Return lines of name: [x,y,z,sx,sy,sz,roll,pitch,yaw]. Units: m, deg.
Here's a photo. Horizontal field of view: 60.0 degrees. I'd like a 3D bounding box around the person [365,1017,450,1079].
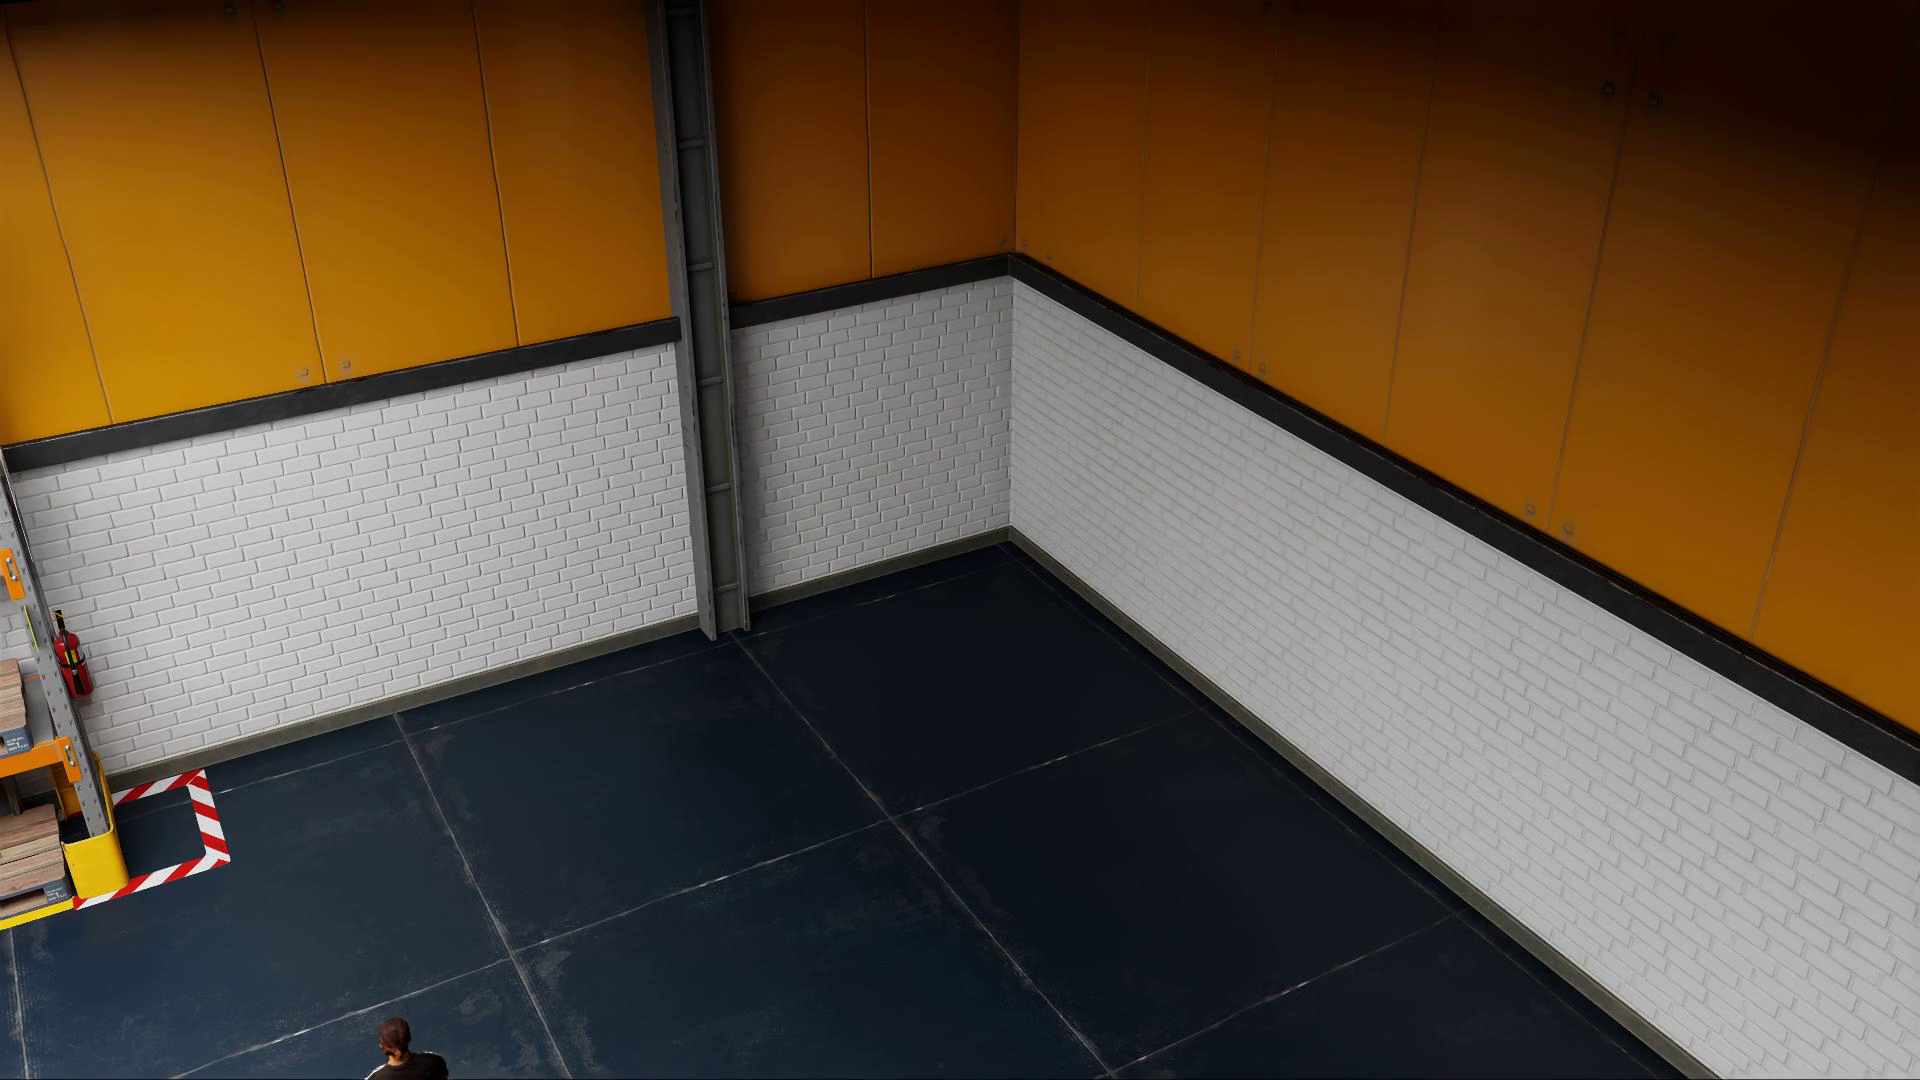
person: [-2.929,3.322,9.068,0.833,1.642,0.686,-13,31,-23]
